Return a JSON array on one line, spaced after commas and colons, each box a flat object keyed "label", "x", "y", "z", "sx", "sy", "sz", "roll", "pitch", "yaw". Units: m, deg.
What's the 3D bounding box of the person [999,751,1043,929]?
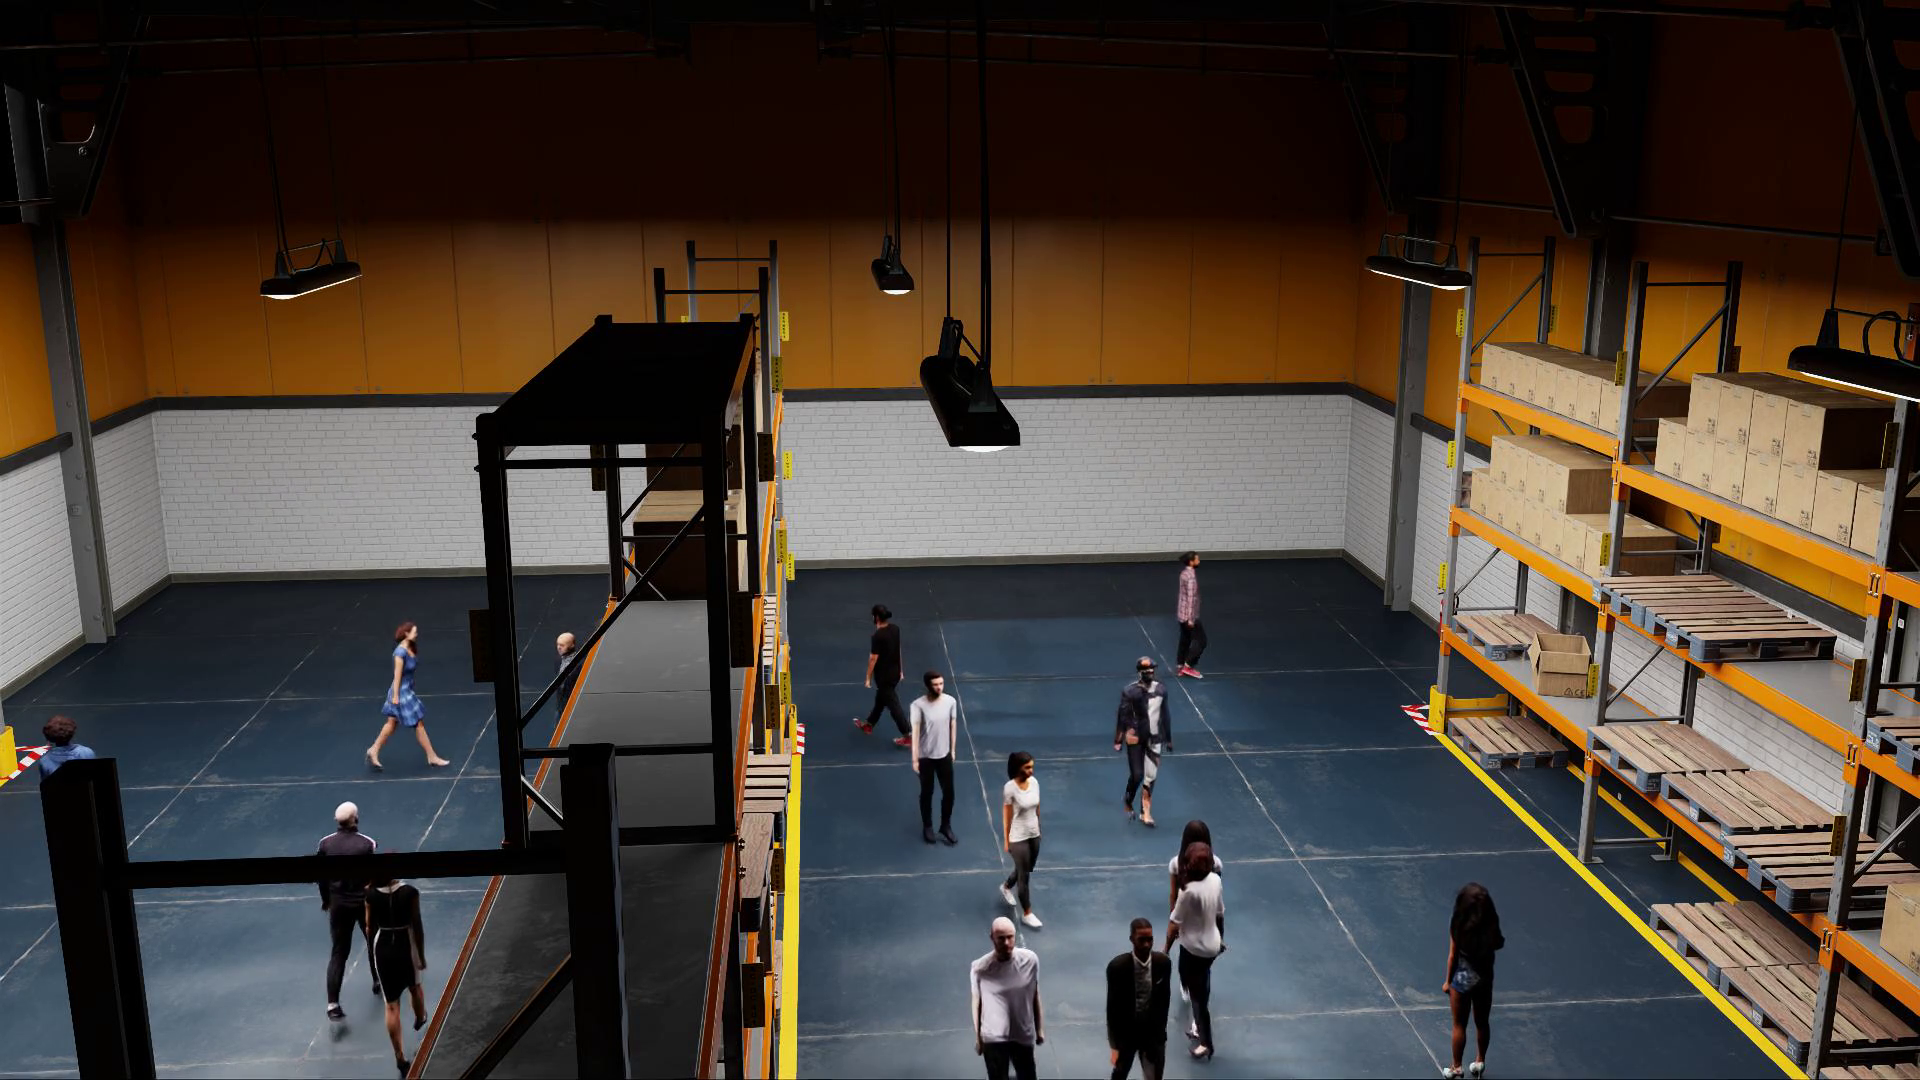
[{"label": "person", "x": 0.542, "y": 2.733, "z": 15.486, "sx": 0.887, "sy": 1.628, "sz": 1.019, "roll": -11, "pitch": 18, "yaw": -39}]

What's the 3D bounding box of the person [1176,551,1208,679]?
[{"label": "person", "x": 3.019, "y": 1.006, "z": 22.351, "sx": 0.772, "sy": 1.754, "sz": 0.554, "roll": -2, "pitch": 14, "yaw": -7}]

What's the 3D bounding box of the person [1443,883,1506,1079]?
[{"label": "person", "x": 3.919, "y": 3.404, "z": 12.747, "sx": 0.597, "sy": 1.613, "sz": 0.612, "roll": -3, "pitch": 14, "yaw": -14}]

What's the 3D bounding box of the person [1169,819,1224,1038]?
[{"label": "person", "x": 1.937, "y": 3.164, "z": 13.493, "sx": 0.774, "sy": 1.728, "sz": 1.190, "roll": 2, "pitch": 14, "yaw": 7}]

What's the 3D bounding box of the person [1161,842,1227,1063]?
[{"label": "person", "x": 1.956, "y": 3.257, "z": 13.006, "sx": 0.780, "sy": 1.778, "sz": 0.830, "roll": -13, "pitch": 19, "yaw": -42}]

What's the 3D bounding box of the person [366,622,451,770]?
[{"label": "person", "x": -6.436, "y": 1.827, "z": 18.959, "sx": 0.778, "sy": 1.755, "sz": 1.131, "roll": -1, "pitch": 14, "yaw": -6}]

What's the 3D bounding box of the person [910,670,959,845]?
[{"label": "person", "x": -0.309, "y": 2.209, "z": 17.191, "sx": 0.744, "sy": 1.845, "sz": 0.741, "roll": -4, "pitch": 14, "yaw": -17}]

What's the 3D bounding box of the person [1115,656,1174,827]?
[{"label": "person", "x": 1.916, "y": 2.095, "z": 17.600, "sx": 0.807, "sy": 1.874, "sz": 0.762, "roll": -5, "pitch": 14, "yaw": -18}]

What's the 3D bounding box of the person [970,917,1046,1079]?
[{"label": "person", "x": 0.327, "y": 3.508, "z": 11.889, "sx": 0.784, "sy": 1.814, "sz": 1.047, "roll": -3, "pitch": 14, "yaw": -14}]

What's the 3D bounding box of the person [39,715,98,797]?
[{"label": "person", "x": -8.431, "y": 2.559, "z": 15.839, "sx": 0.836, "sy": 1.800, "sz": 0.891, "roll": -7, "pitch": 15, "yaw": -28}]

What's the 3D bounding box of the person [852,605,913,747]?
[{"label": "person", "x": -0.799, "y": 1.653, "z": 19.775, "sx": 1.125, "sy": 1.710, "sz": 1.174, "roll": 8, "pitch": 16, "yaw": 30}]

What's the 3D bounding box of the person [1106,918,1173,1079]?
[{"label": "person", "x": 1.224, "y": 3.526, "z": 11.943, "sx": 0.731, "sy": 1.754, "sz": 1.148, "roll": -2, "pitch": 14, "yaw": -10}]

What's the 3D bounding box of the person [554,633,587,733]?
[{"label": "person", "x": -4.283, "y": 1.883, "z": 18.657, "sx": 0.920, "sy": 1.788, "sz": 0.987, "roll": 8, "pitch": 16, "yaw": 31}]

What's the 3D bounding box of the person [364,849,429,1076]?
[{"label": "person", "x": -4.371, "y": 3.296, "z": 12.865, "sx": 0.639, "sy": 1.768, "sz": 1.034, "roll": -2, "pitch": 14, "yaw": -8}]

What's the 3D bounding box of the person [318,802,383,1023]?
[{"label": "person", "x": -5.028, "y": 3.080, "z": 13.682, "sx": 0.726, "sy": 1.802, "sz": 1.200, "roll": 0, "pitch": 14, "yaw": -2}]
